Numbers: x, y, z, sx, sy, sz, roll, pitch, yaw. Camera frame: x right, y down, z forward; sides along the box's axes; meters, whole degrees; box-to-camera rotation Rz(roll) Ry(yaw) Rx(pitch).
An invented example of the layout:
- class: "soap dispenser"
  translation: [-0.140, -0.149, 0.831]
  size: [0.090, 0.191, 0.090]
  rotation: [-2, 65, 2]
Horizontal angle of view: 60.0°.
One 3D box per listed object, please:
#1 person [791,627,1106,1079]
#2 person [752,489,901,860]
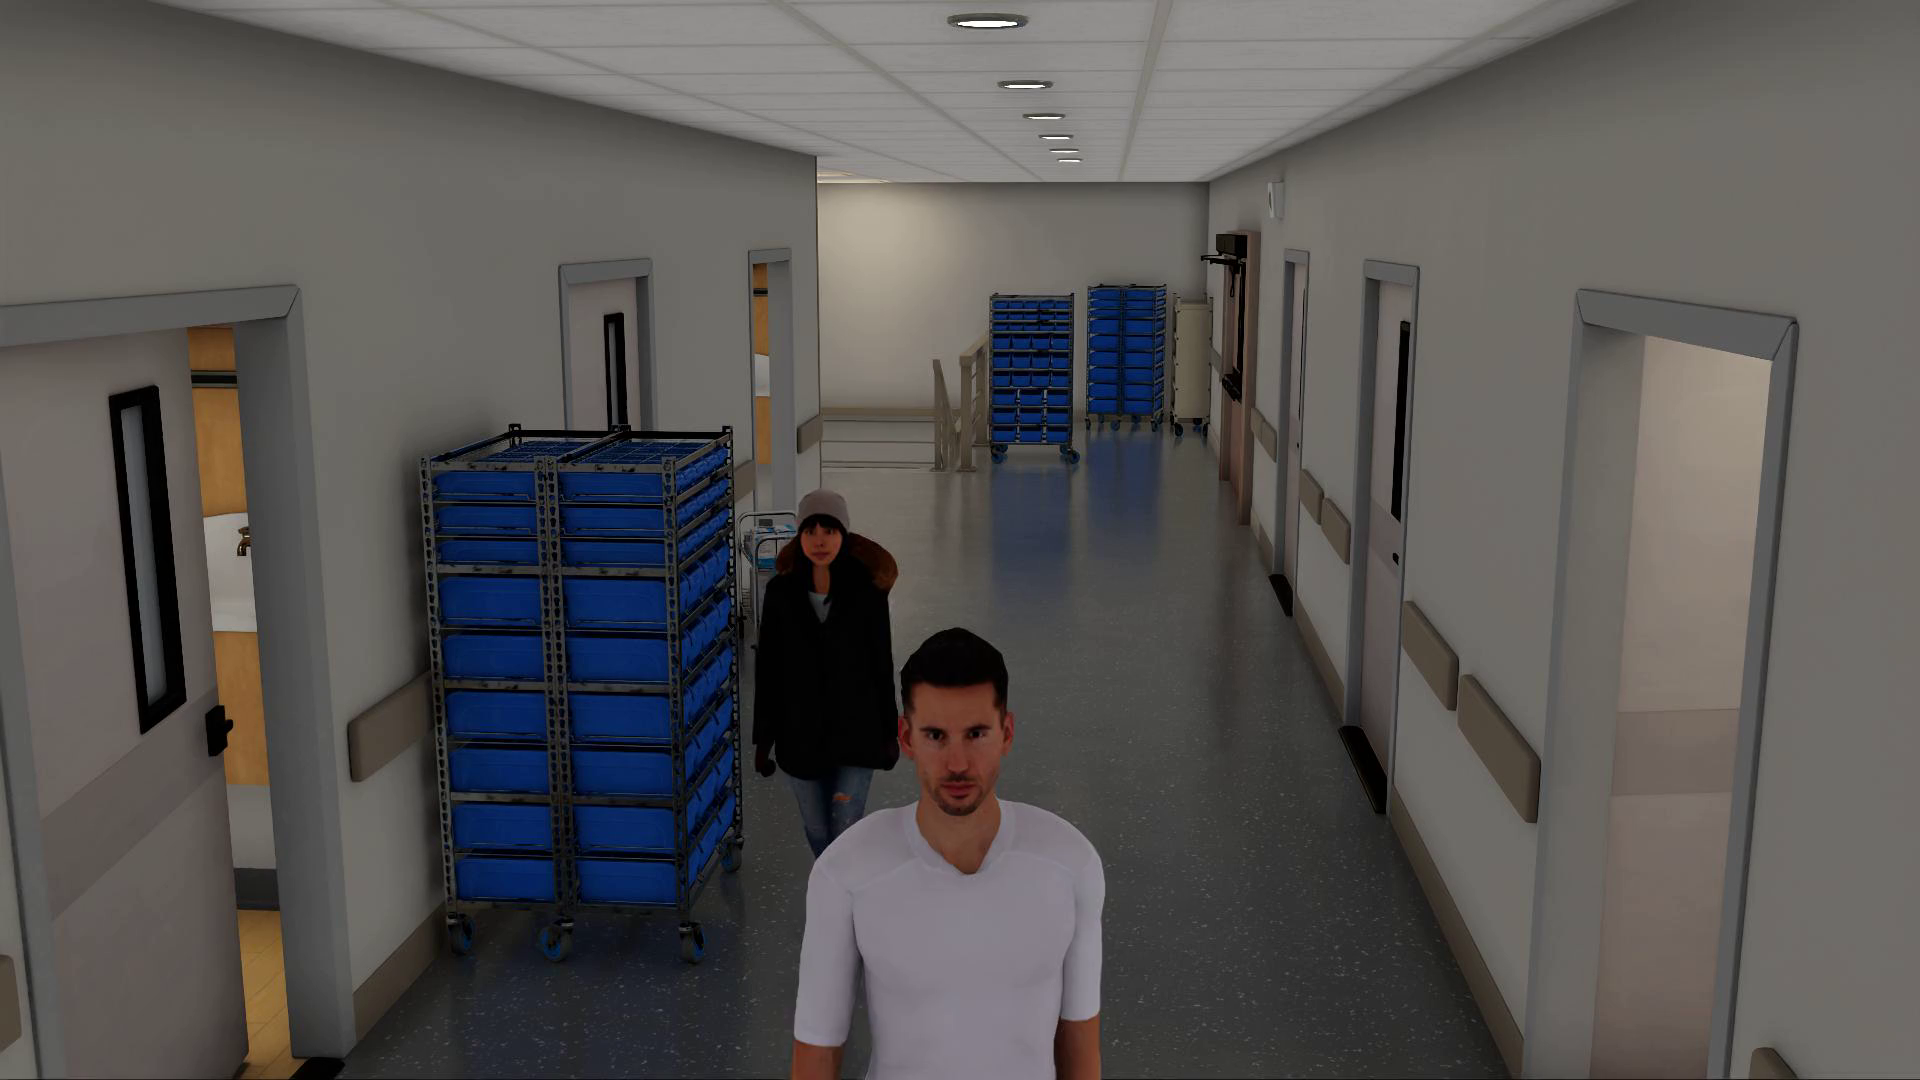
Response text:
- class: "person"
  translation: [-0.018, 1.046, 2.841]
  size: [0.811, 1.822, 1.252]
  rotation: [-1, 11, -3]
- class: "person"
  translation: [-0.438, 0.633, 5.610]
  size: [0.619, 1.601, 1.015]
  rotation: [1, 11, 5]
